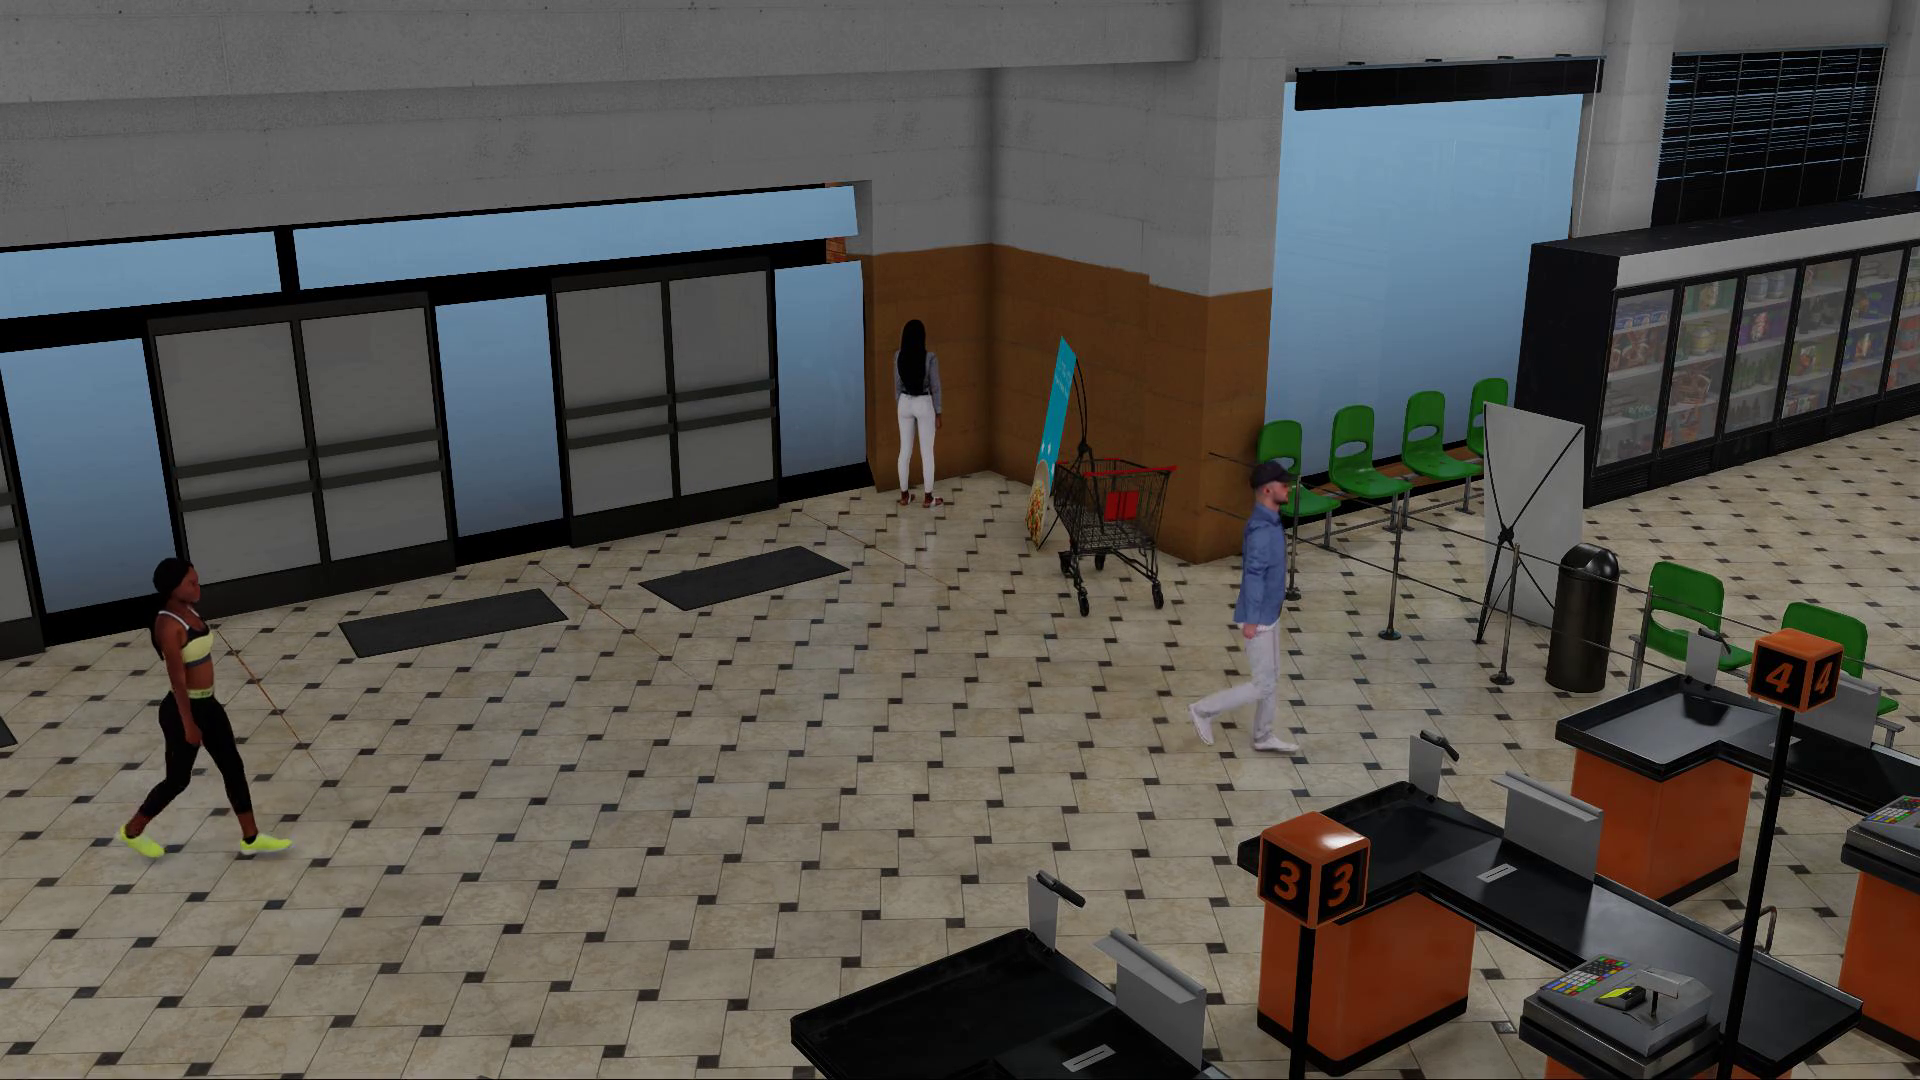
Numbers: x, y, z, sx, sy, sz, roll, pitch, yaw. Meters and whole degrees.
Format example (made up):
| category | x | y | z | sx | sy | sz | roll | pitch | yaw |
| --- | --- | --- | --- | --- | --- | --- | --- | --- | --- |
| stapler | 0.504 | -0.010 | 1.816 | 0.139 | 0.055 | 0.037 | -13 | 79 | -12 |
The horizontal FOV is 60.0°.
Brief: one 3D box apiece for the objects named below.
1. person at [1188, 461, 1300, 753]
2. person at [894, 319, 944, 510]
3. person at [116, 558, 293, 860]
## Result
| category | x | y | z | sx | sy | sz | roll | pitch | yaw |
| --- | --- | --- | --- | --- | --- | --- | --- | --- | --- |
| person | 1.756 | 0.428 | 10.139 | 1.049 | 1.875 | 0.960 | 5 | 19 | 15 |
| person | -0.389 | -1.152 | 15.059 | 0.631 | 1.725 | 0.739 | 8 | 20 | 22 |
| person | -4.187 | 0.947 | 8.845 | 1.042 | 1.718 | 1.132 | -1 | 19 | -2 |
